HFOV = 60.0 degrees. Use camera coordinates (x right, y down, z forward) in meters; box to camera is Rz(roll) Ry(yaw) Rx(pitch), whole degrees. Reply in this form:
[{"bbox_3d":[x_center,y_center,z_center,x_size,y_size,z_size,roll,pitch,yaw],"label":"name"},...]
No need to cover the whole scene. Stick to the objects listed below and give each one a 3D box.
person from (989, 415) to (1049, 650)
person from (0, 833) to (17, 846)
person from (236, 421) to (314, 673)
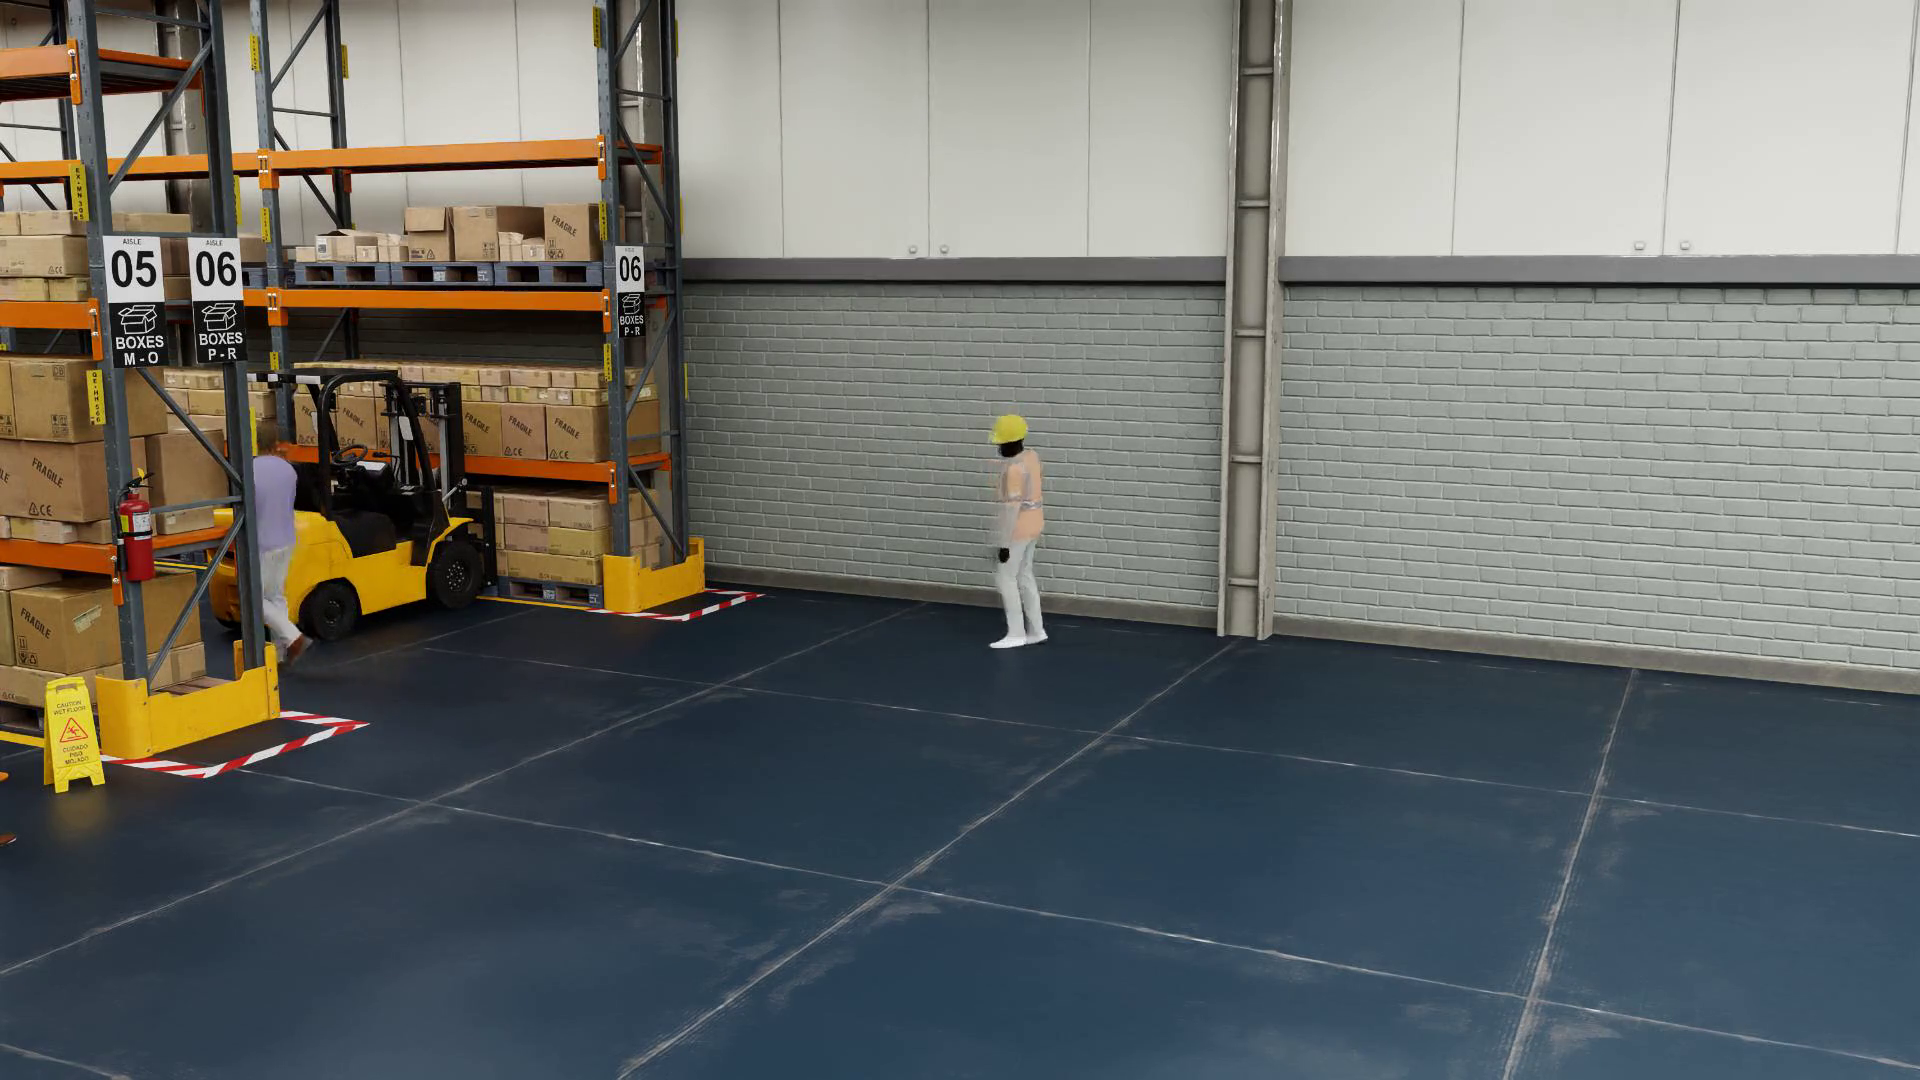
[{"bbox_3d":[0.482,-0.046,13.281,0.362,1.919,0.619,4,10,21],"label":"person"},{"bbox_3d":[-5.256,0.816,8.665,0.501,1.633,0.286,3,10,15],"label":"person"},{"bbox_3d":[-5.094,0.075,12.382,0.541,1.914,0.638,3,10,16],"label":"person"}]
